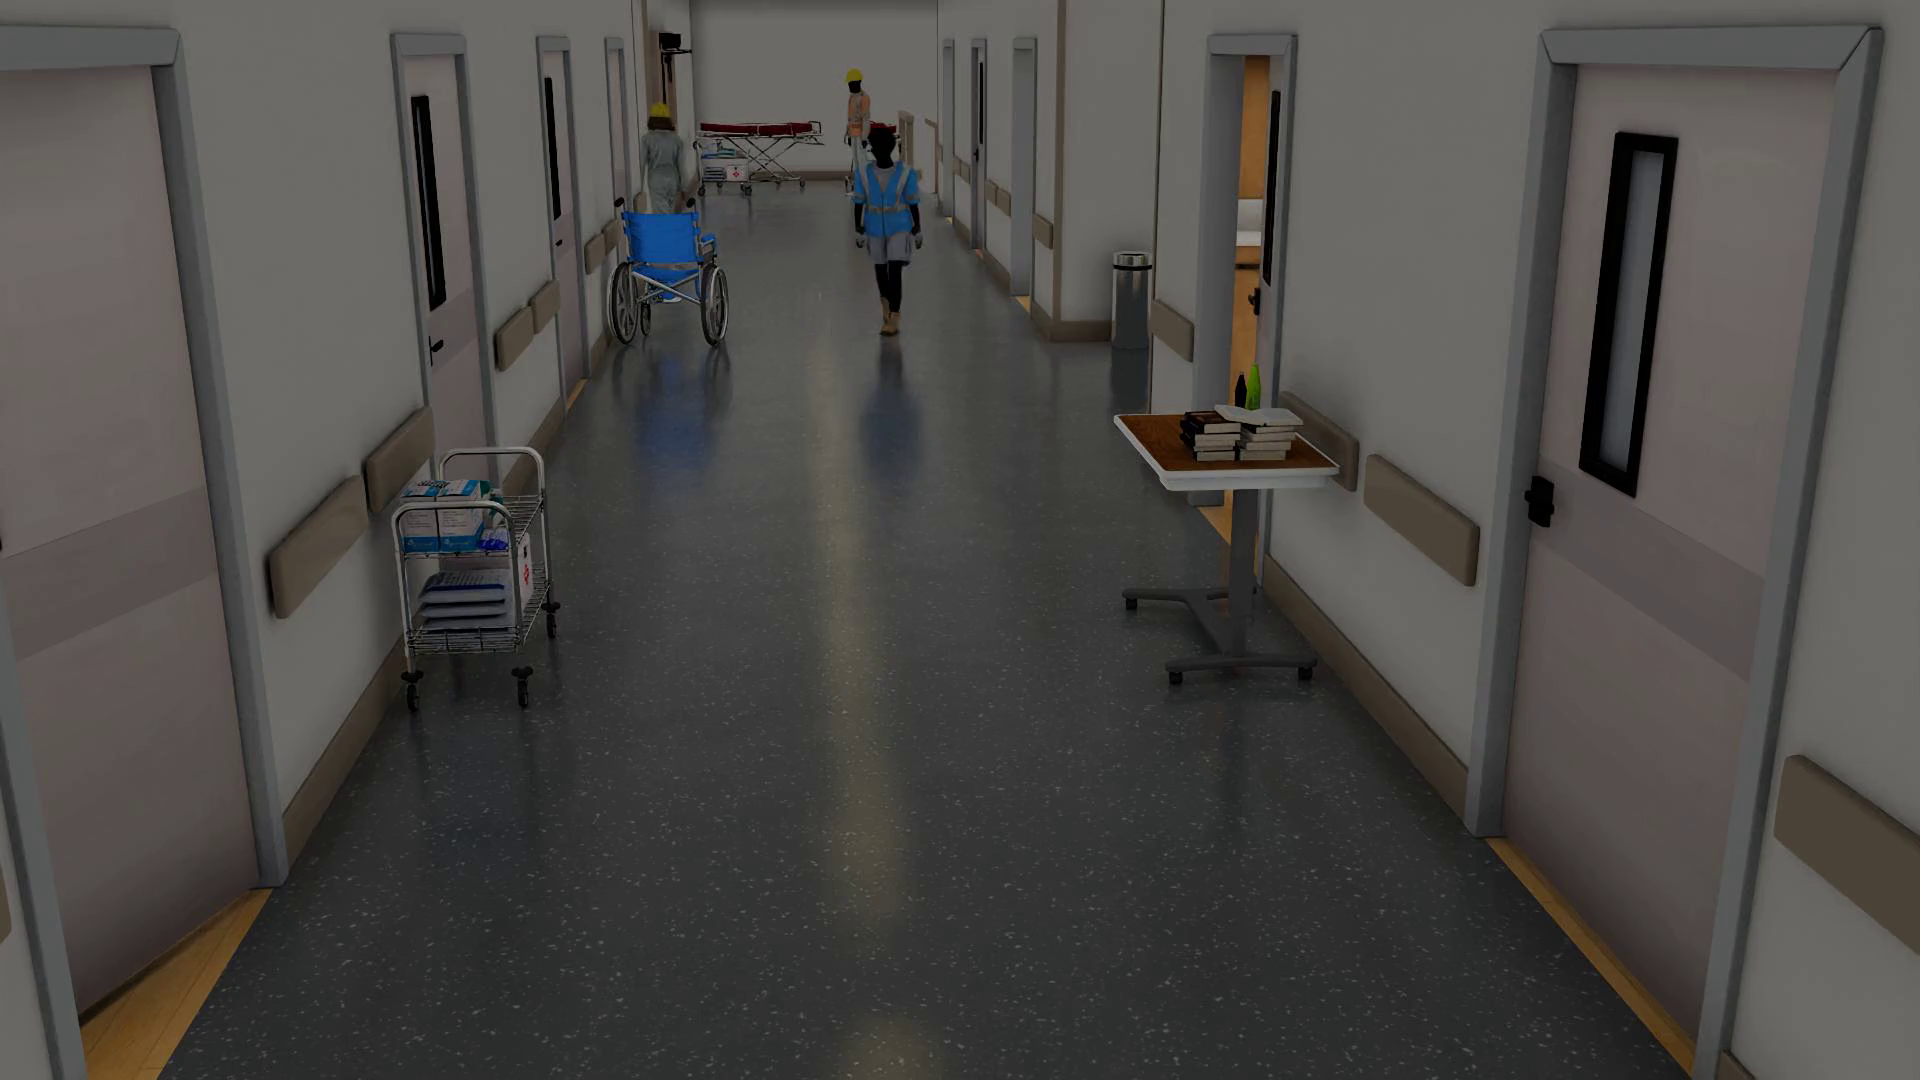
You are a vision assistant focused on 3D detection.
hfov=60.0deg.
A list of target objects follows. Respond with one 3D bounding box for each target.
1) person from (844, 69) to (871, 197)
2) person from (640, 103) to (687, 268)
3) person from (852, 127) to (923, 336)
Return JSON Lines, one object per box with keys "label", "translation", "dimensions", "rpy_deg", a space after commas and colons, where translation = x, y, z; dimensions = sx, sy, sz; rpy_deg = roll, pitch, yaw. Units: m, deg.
{"label": "person", "translation": [-1.564, -6.195, 25.367], "dimensions": [0.399, 1.918, 0.588], "rpy_deg": [-8, 18, -25]}
{"label": "person", "translation": [-3.126, -3.742, 17.551], "dimensions": [0.495, 1.696, 0.912], "rpy_deg": [-12, 20, -34]}
{"label": "person", "translation": [-0.578, -2.548, 13.633], "dimensions": [0.568, 1.651, 0.852], "rpy_deg": [3, 17, 10]}
